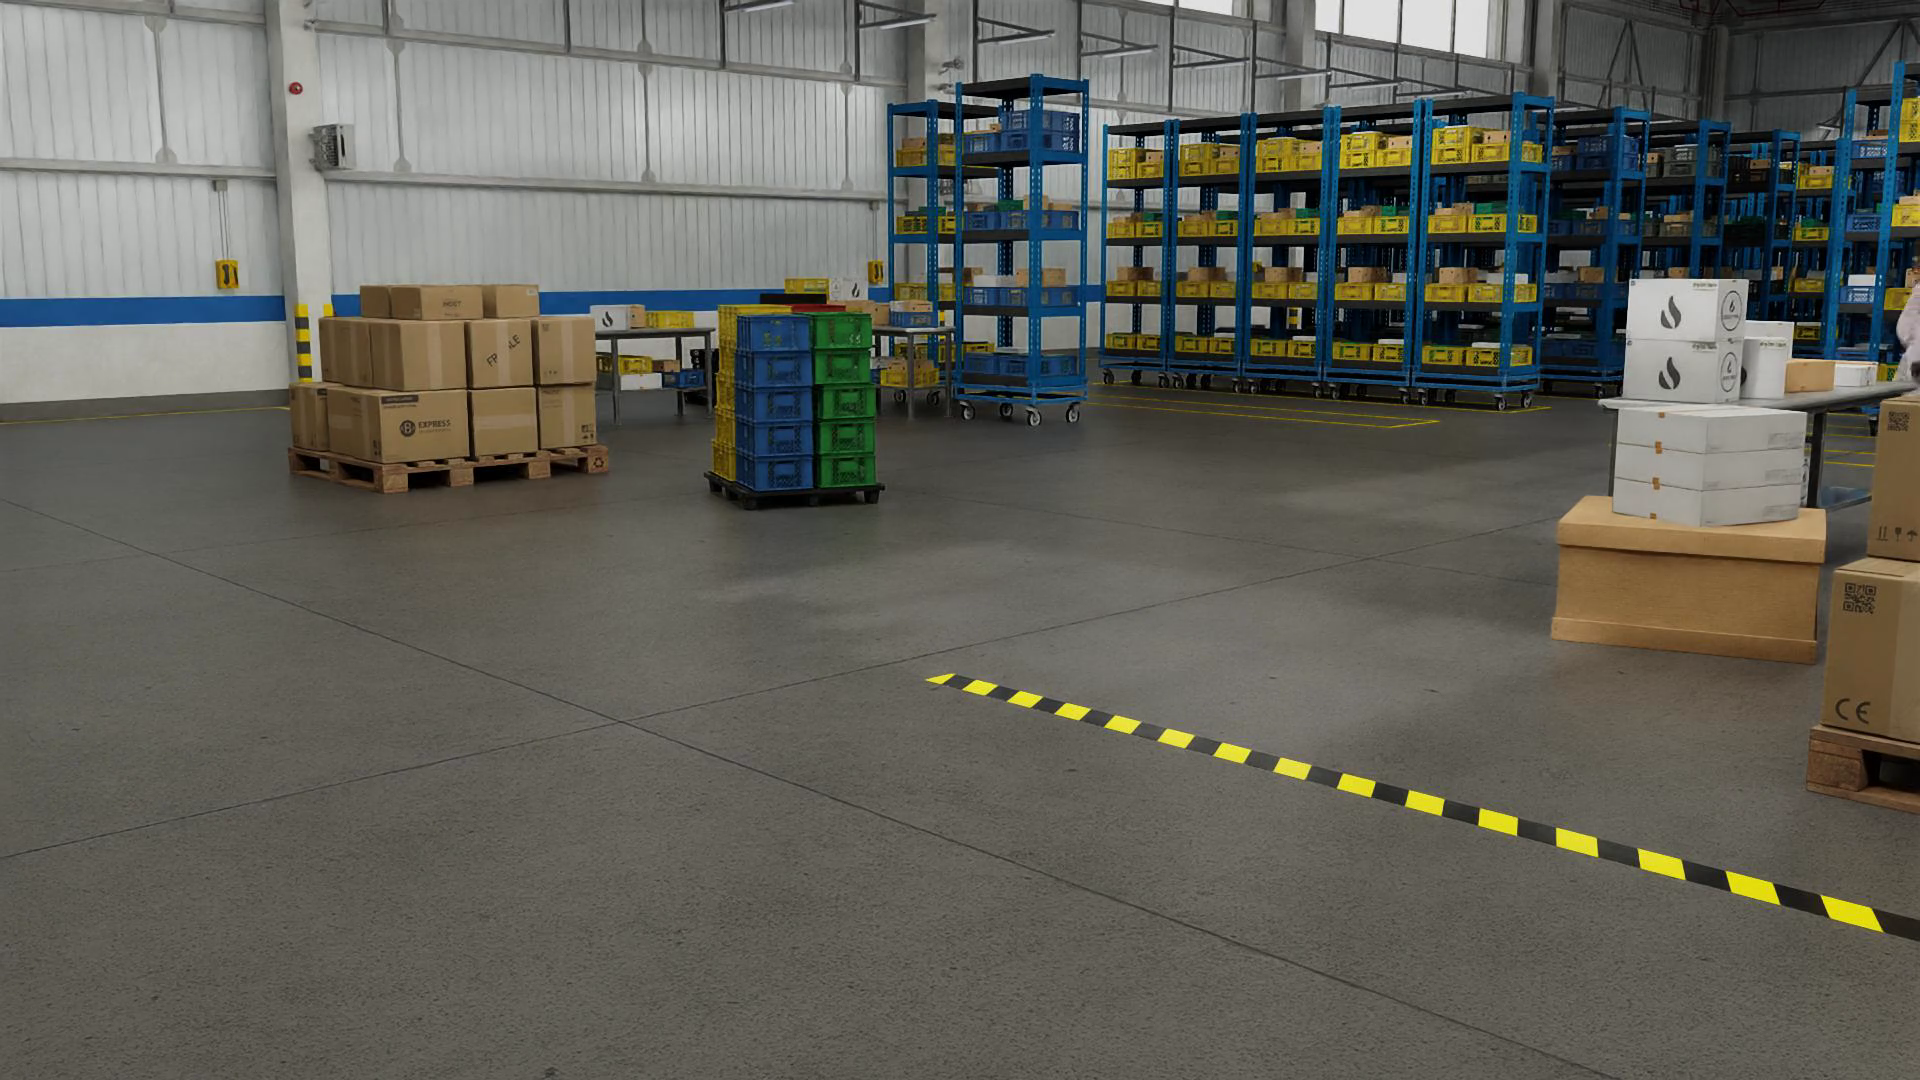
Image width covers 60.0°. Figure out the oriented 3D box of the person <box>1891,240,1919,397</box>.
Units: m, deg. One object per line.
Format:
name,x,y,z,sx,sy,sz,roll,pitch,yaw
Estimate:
person,8.091,-1.576,14.035,0.431,1.894,0.669,5,11,27
